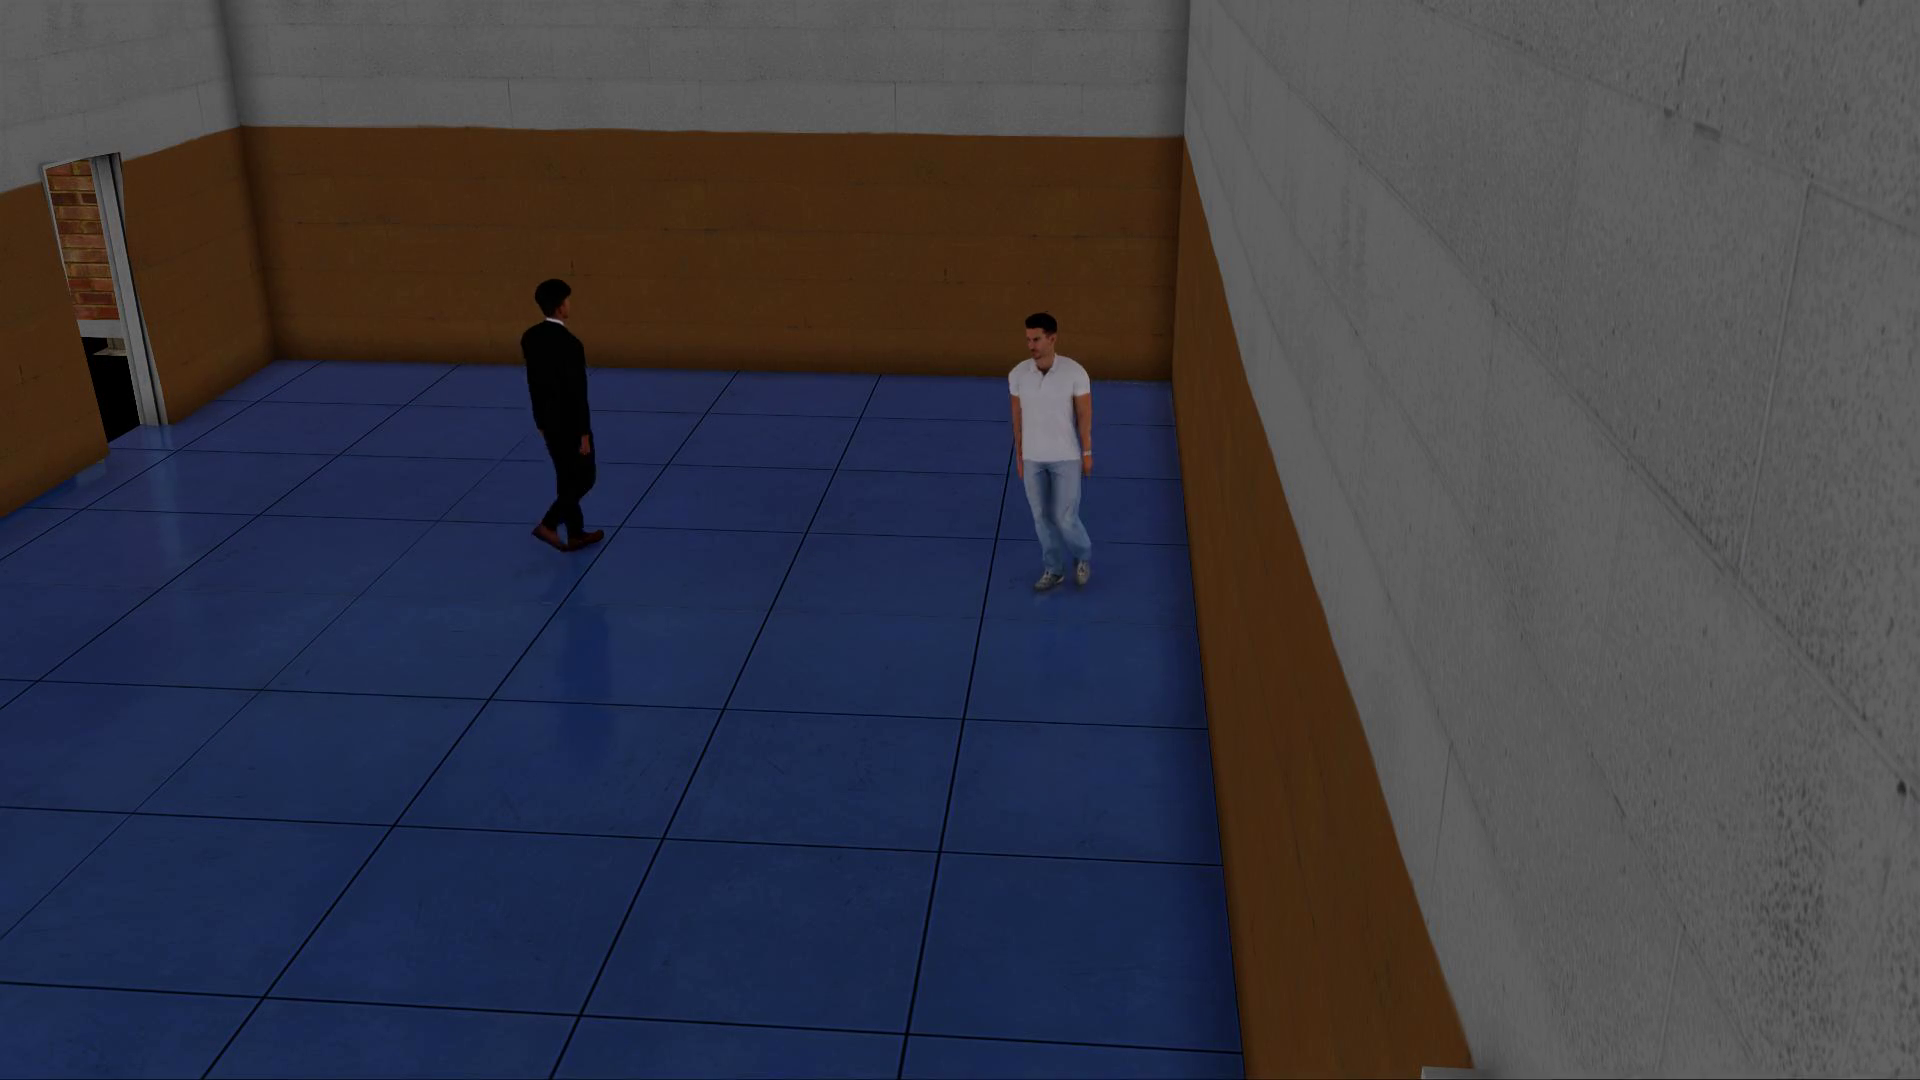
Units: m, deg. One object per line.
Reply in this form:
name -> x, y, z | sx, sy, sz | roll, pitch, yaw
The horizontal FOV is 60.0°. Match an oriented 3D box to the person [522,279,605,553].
person -> -2.693, -0.766, 10.944 | 0.978, 1.867, 1.003 | 15, 27, 33

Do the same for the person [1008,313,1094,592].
person -> 0.611, -0.558, 10.469 | 0.822, 1.834, 0.877 | 9, 24, 21
